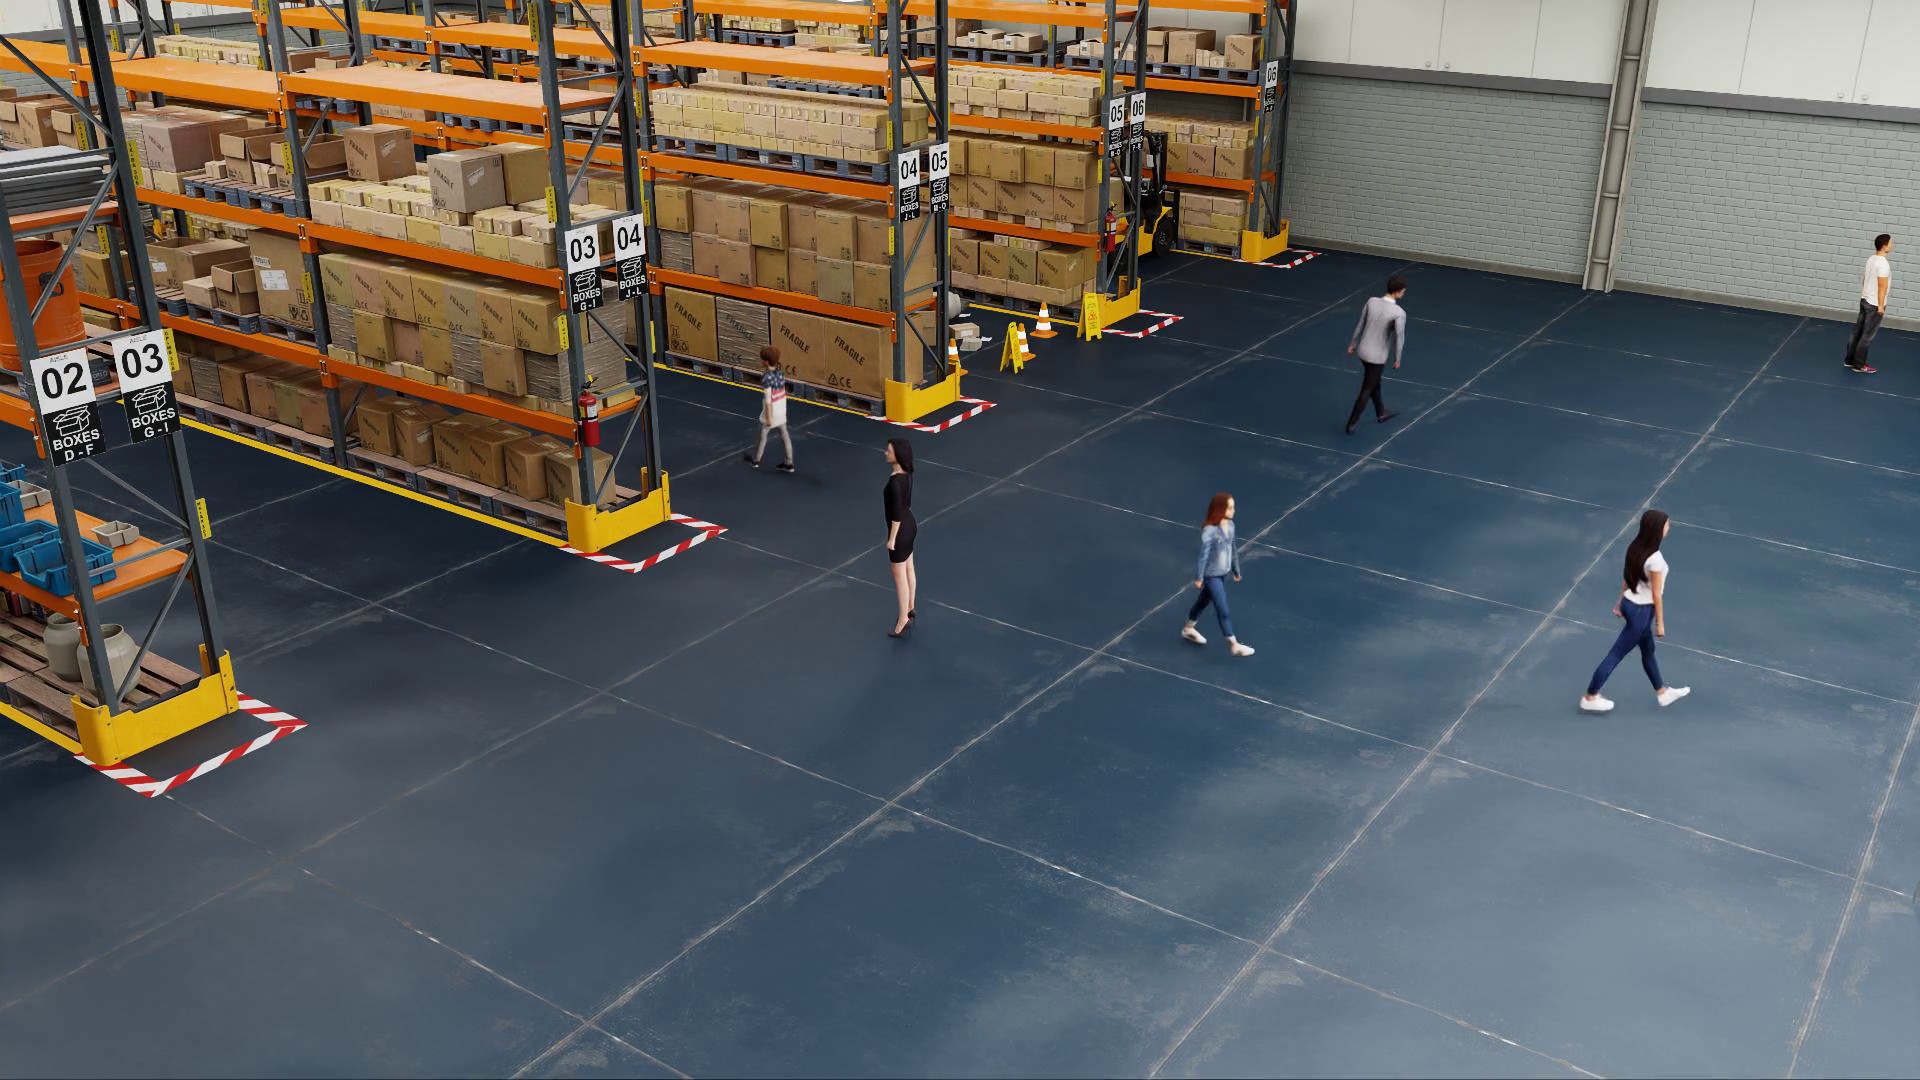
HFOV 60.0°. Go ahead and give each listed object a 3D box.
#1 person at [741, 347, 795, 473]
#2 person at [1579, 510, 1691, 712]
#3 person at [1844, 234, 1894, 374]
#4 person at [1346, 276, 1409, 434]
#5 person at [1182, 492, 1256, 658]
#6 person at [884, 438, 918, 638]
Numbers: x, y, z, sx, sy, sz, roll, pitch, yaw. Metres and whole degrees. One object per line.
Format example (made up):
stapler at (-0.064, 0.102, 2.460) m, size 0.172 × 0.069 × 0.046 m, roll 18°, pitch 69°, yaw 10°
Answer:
person at (-1.988, -1.412, 18.290) m, size 0.868 × 1.415 × 0.568 m, roll 13°, pitch 26°, yaw 28°
person at (5.252, 0.610, 13.133) m, size 1.181 × 1.729 × 0.988 m, roll 1°, pitch 23°, yaw 3°
person at (11.945, -3.116, 21.797) m, size 0.721 × 1.805 × 0.716 m, roll 1°, pitch 23°, yaw 2°
person at (4.768, -2.149, 19.440) m, size 1.153 × 1.869 × 1.178 m, roll -16°, pitch 28°, yaw -33°
person at (2.132, 0.279, 14.282) m, size 0.988 × 1.439 × 0.623 m, roll 18°, pitch 29°, yaw 36°
person at (-0.511, -0.036, 14.547) m, size 0.598 × 1.811 × 0.642 m, roll 6°, pitch 24°, yaw 14°
